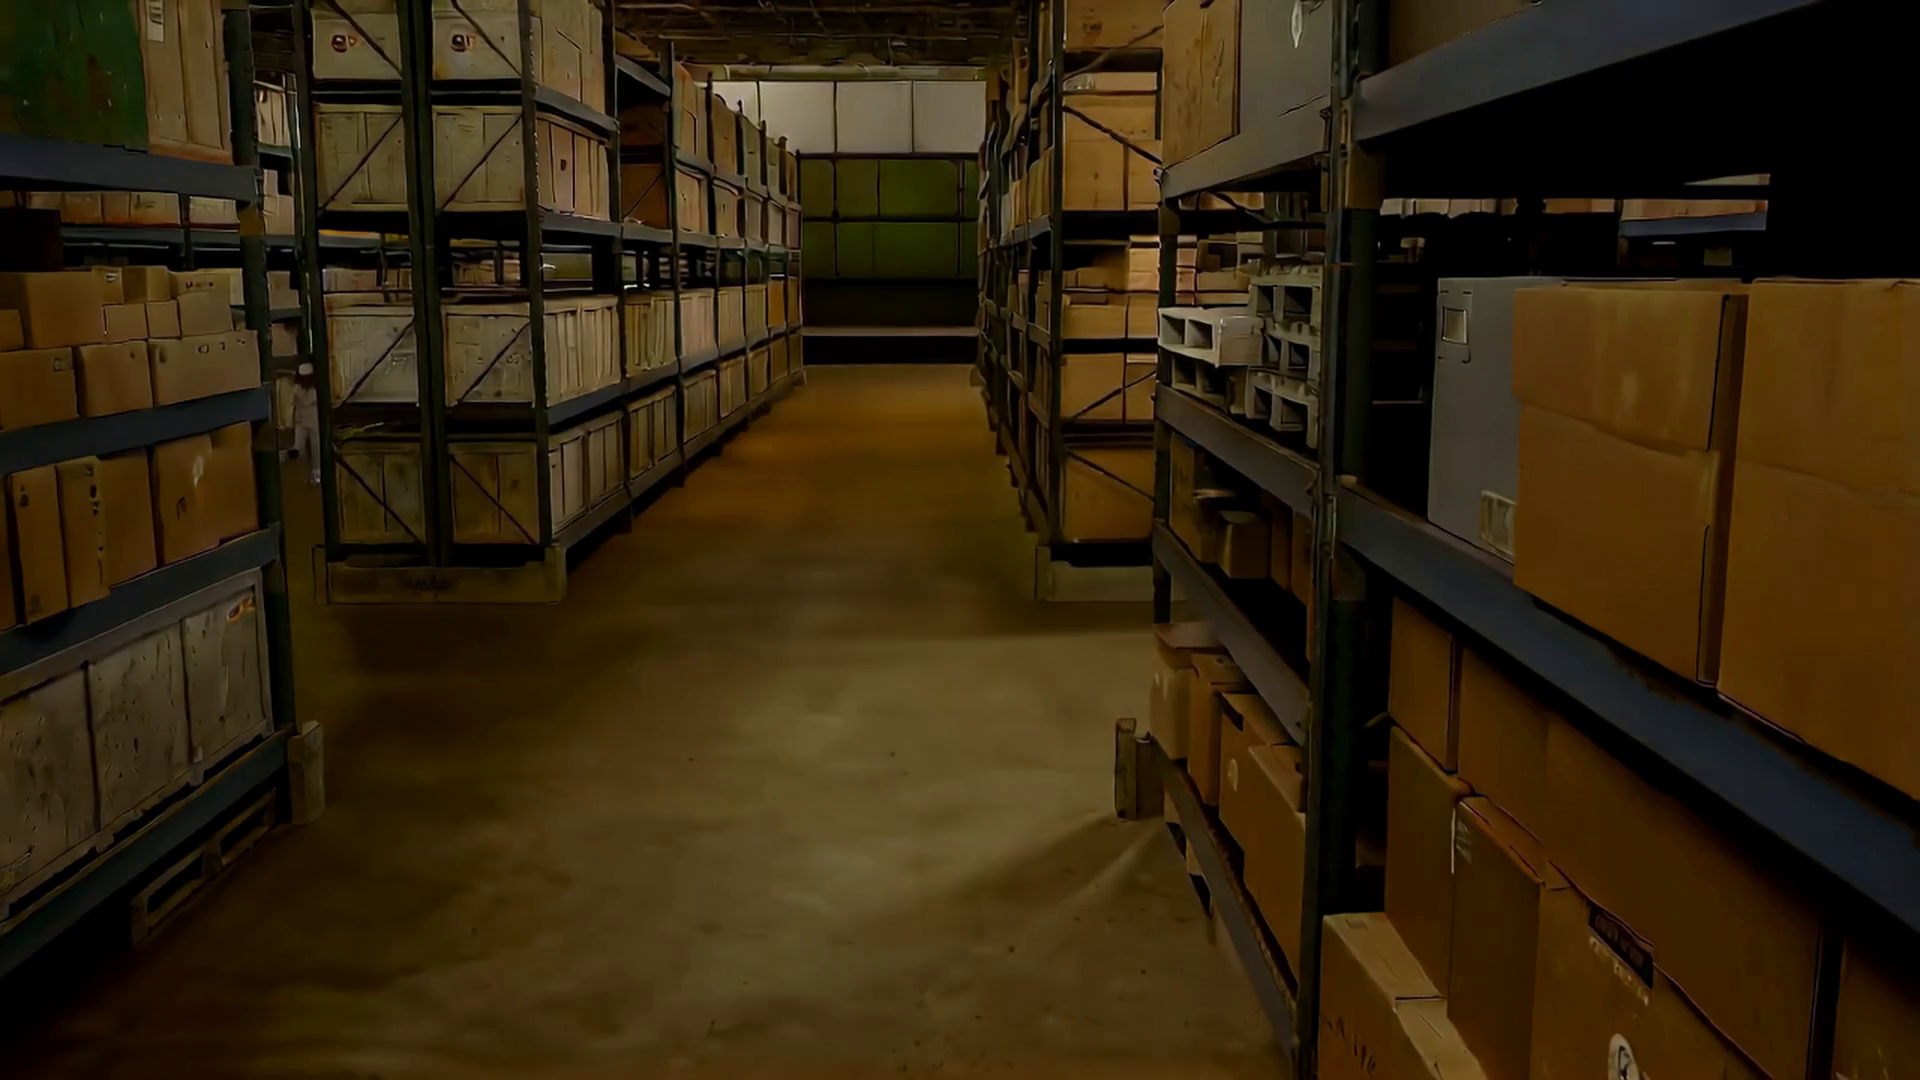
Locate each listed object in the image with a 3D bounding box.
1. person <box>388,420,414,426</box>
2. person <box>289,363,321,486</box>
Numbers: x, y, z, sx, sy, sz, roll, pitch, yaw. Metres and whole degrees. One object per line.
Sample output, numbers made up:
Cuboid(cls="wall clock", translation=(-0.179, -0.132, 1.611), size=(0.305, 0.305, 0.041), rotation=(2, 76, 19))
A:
Cuboid(cls="person", translation=(-9.172, -2.326, 27.276), size=(0.646, 1.853, 0.989), rotation=(-1, 9, -8))
Cuboid(cls="person", translation=(-9.083, -1.602, 23.178), size=(0.512, 1.722, 0.555), rotation=(-2, 10, -14))
